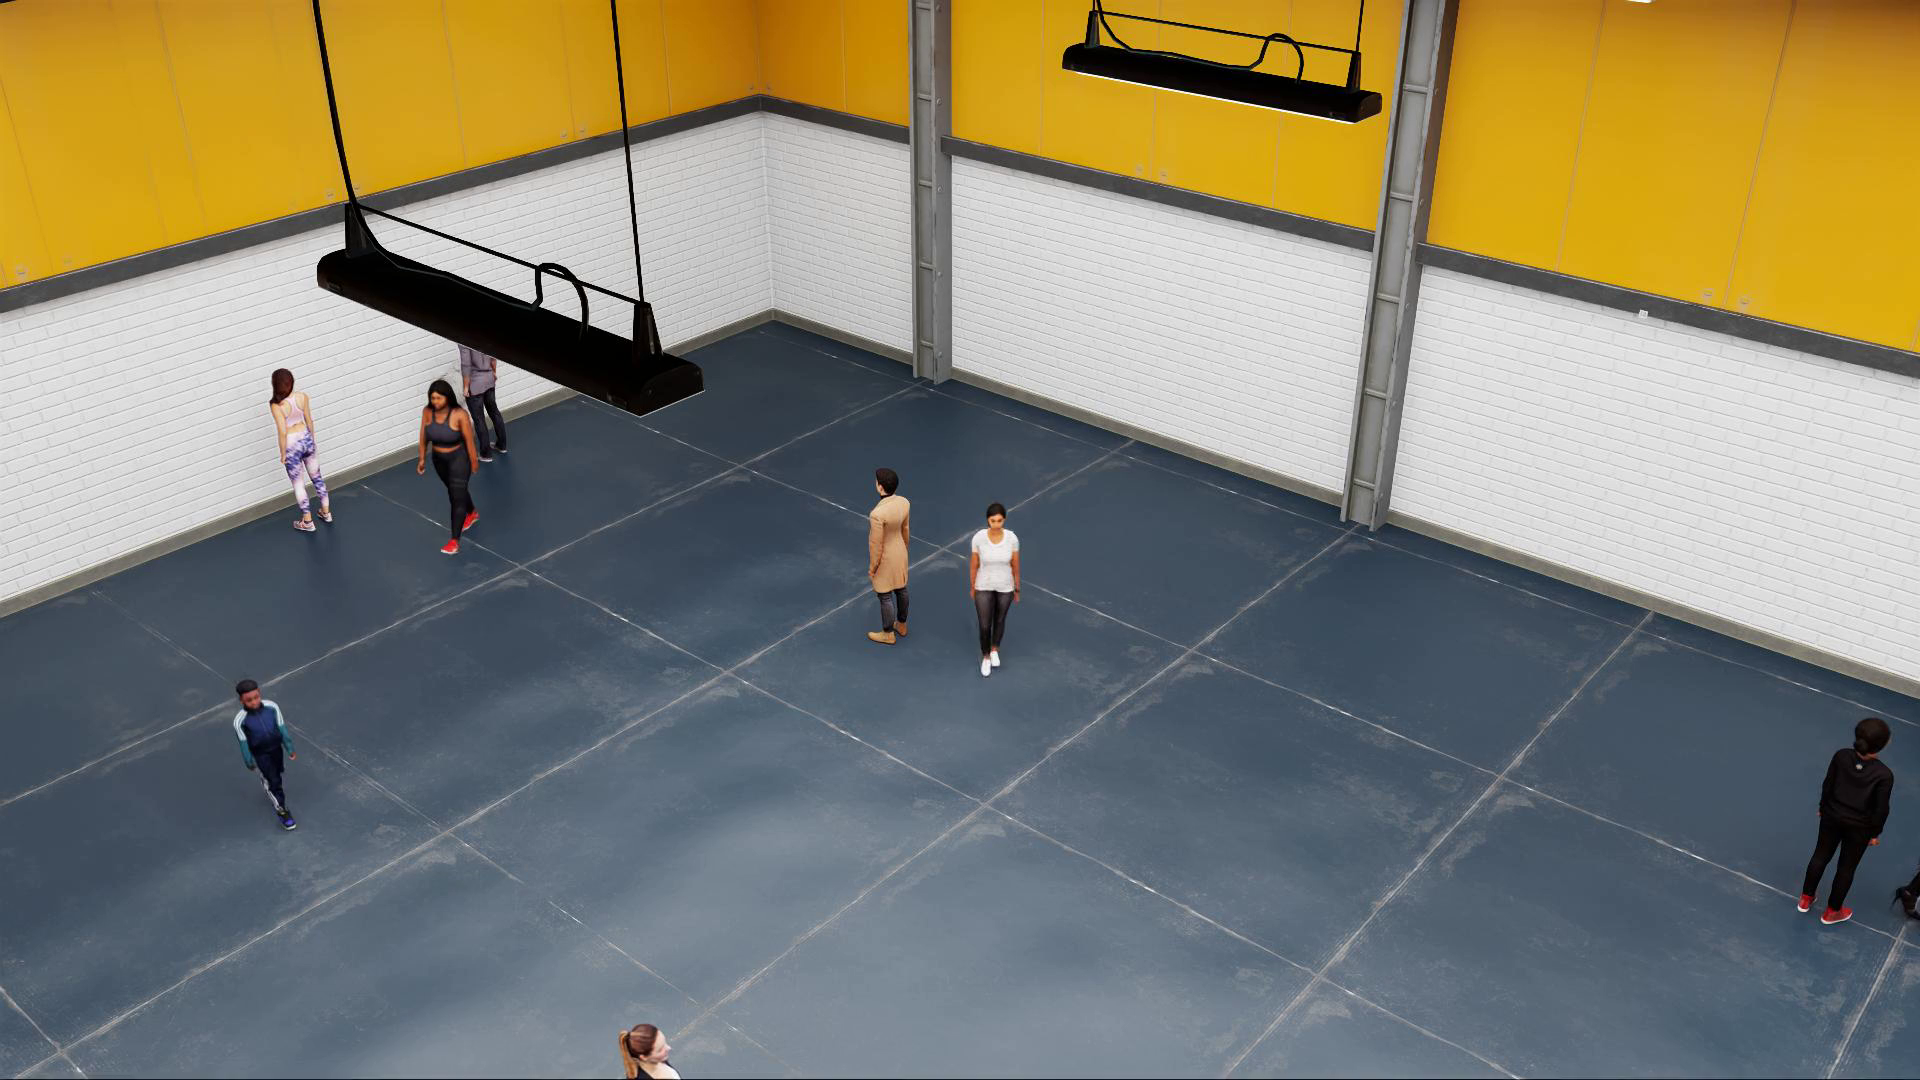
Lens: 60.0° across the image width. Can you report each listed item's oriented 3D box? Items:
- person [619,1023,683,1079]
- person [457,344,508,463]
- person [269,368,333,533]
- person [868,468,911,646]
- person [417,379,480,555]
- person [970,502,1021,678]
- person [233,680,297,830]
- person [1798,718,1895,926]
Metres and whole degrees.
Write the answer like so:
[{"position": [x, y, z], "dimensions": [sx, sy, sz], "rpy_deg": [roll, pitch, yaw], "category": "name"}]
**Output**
[{"position": [-1.699, 3.341, 9.264], "dimensions": [0.767, 1.683, 0.719], "rpy_deg": [-1, 29, -2], "category": "person"}, {"position": [-5.330, -1.778, 18.469], "dimensions": [0.614, 1.854, 0.714], "rpy_deg": [14, 32, 25], "category": "person"}, {"position": [-6.769, -0.942, 17.025], "dimensions": [0.552, 1.770, 0.616], "rpy_deg": [18, 33, 29], "category": "person"}, {"position": [-0.638, 0.138, 15.089], "dimensions": [0.608, 1.727, 0.648], "rpy_deg": [20, 35, 33], "category": "person"}, {"position": [-5.100, -0.814, 16.800], "dimensions": [1.254, 1.761, 1.095], "rpy_deg": [7, 29, 13], "category": "person"}, {"position": [0.295, 0.374, 14.753], "dimensions": [0.751, 1.634, 0.811], "rpy_deg": [-3, 29, -5], "category": "person"}, {"position": [-5.411, 1.594, 12.932], "dimensions": [0.896, 1.236, 0.561], "rpy_deg": [25, 38, 38], "category": "person"}, {"position": [6.285, 1.980, 11.769], "dimensions": [0.696, 1.673, 0.510], "rpy_deg": [-21, 35, -33], "category": "person"}]
